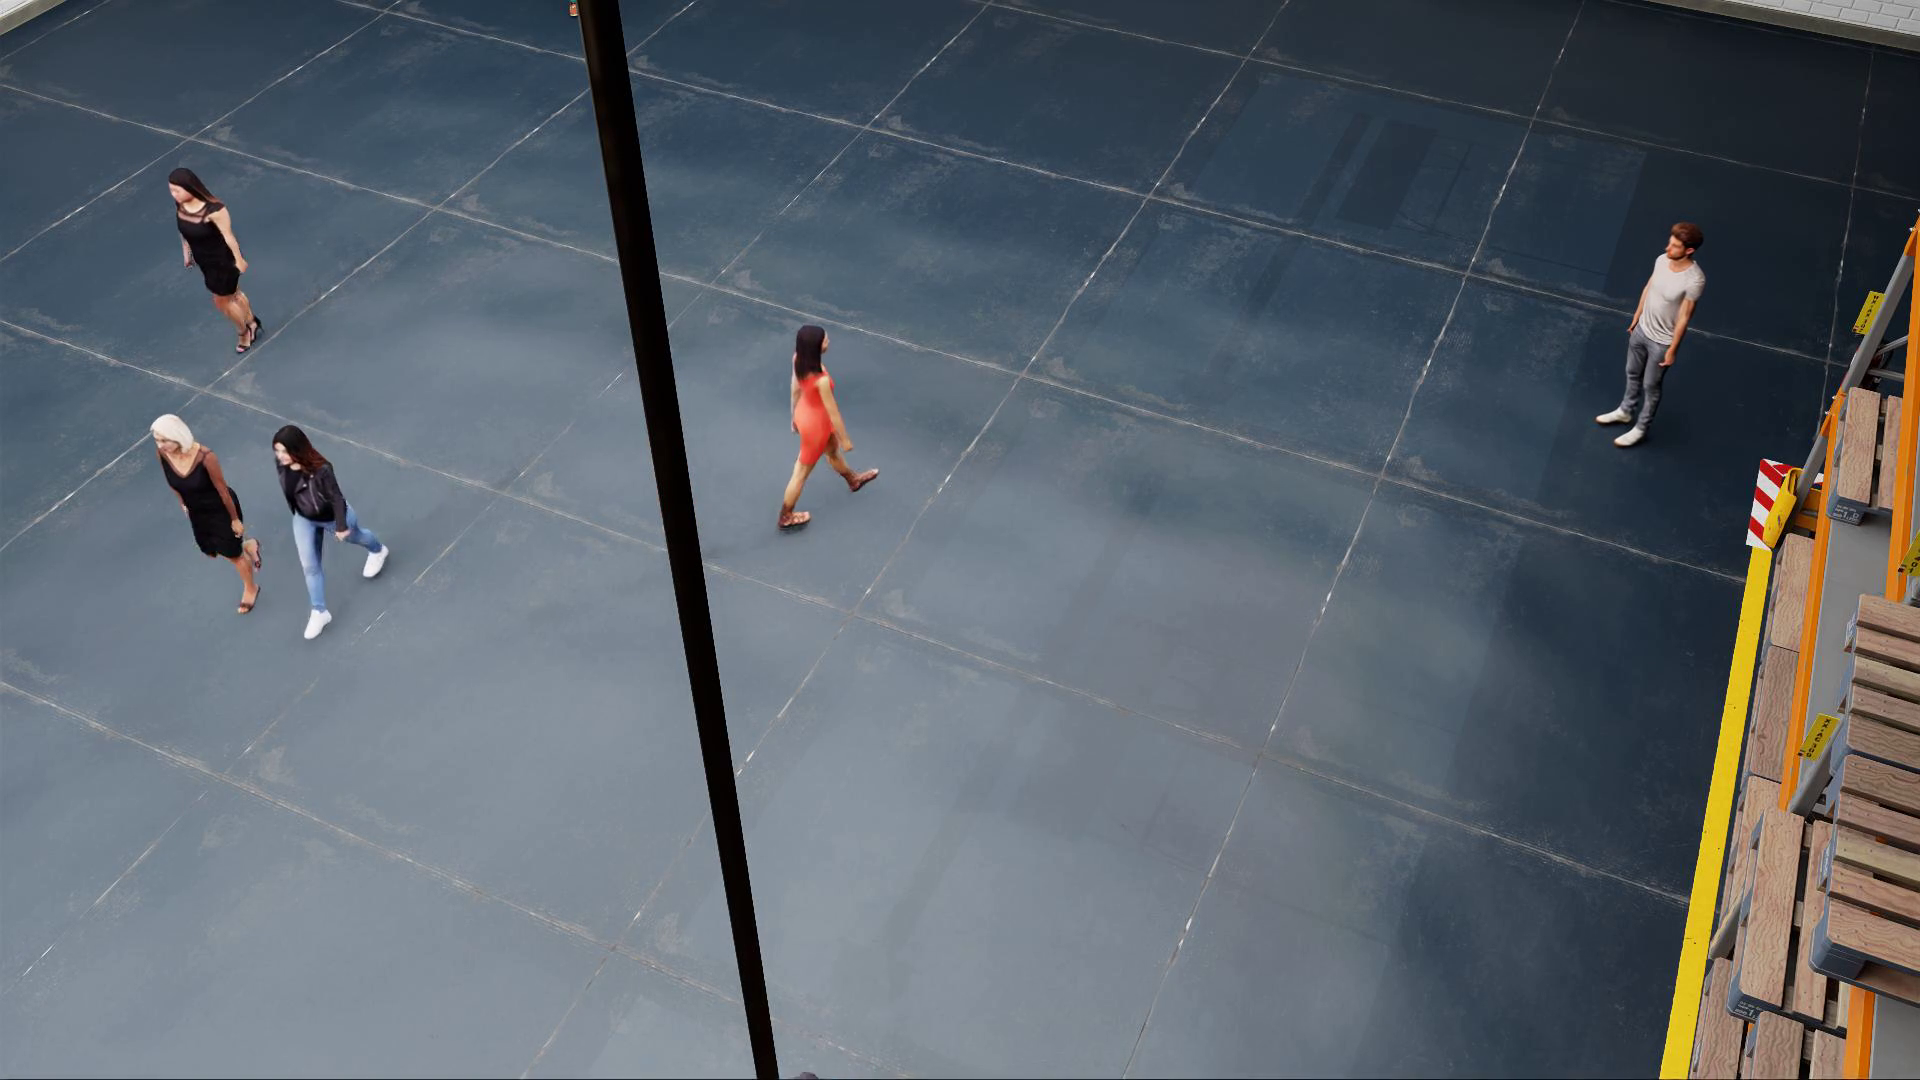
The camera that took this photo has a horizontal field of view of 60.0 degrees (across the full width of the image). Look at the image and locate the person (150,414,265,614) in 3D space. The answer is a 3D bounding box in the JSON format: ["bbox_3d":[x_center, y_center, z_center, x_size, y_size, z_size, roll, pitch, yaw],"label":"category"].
[{"bbox_3d":[-5.009,-0.255,11.268,0.723,1.729,0.825,8,44,8],"label":"person"}]

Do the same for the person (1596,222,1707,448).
[{"bbox_3d":[5.268,-1.559,12.521,0.804,1.889,0.741,-13,45,-14],"label":"person"}]

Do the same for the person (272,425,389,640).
[{"bbox_3d":[-4.277,-0.195,11.313,0.753,1.579,1.191,12,45,13],"label":"person"}]

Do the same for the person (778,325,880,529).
[{"bbox_3d":[-1.108,-0.757,11.843,1.196,1.662,1.004,-23,48,-22],"label":"person"}]

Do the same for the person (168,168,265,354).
[{"bbox_3d":[-5.918,-2.294,13.427,0.695,1.703,0.665,22,48,21],"label":"person"}]
